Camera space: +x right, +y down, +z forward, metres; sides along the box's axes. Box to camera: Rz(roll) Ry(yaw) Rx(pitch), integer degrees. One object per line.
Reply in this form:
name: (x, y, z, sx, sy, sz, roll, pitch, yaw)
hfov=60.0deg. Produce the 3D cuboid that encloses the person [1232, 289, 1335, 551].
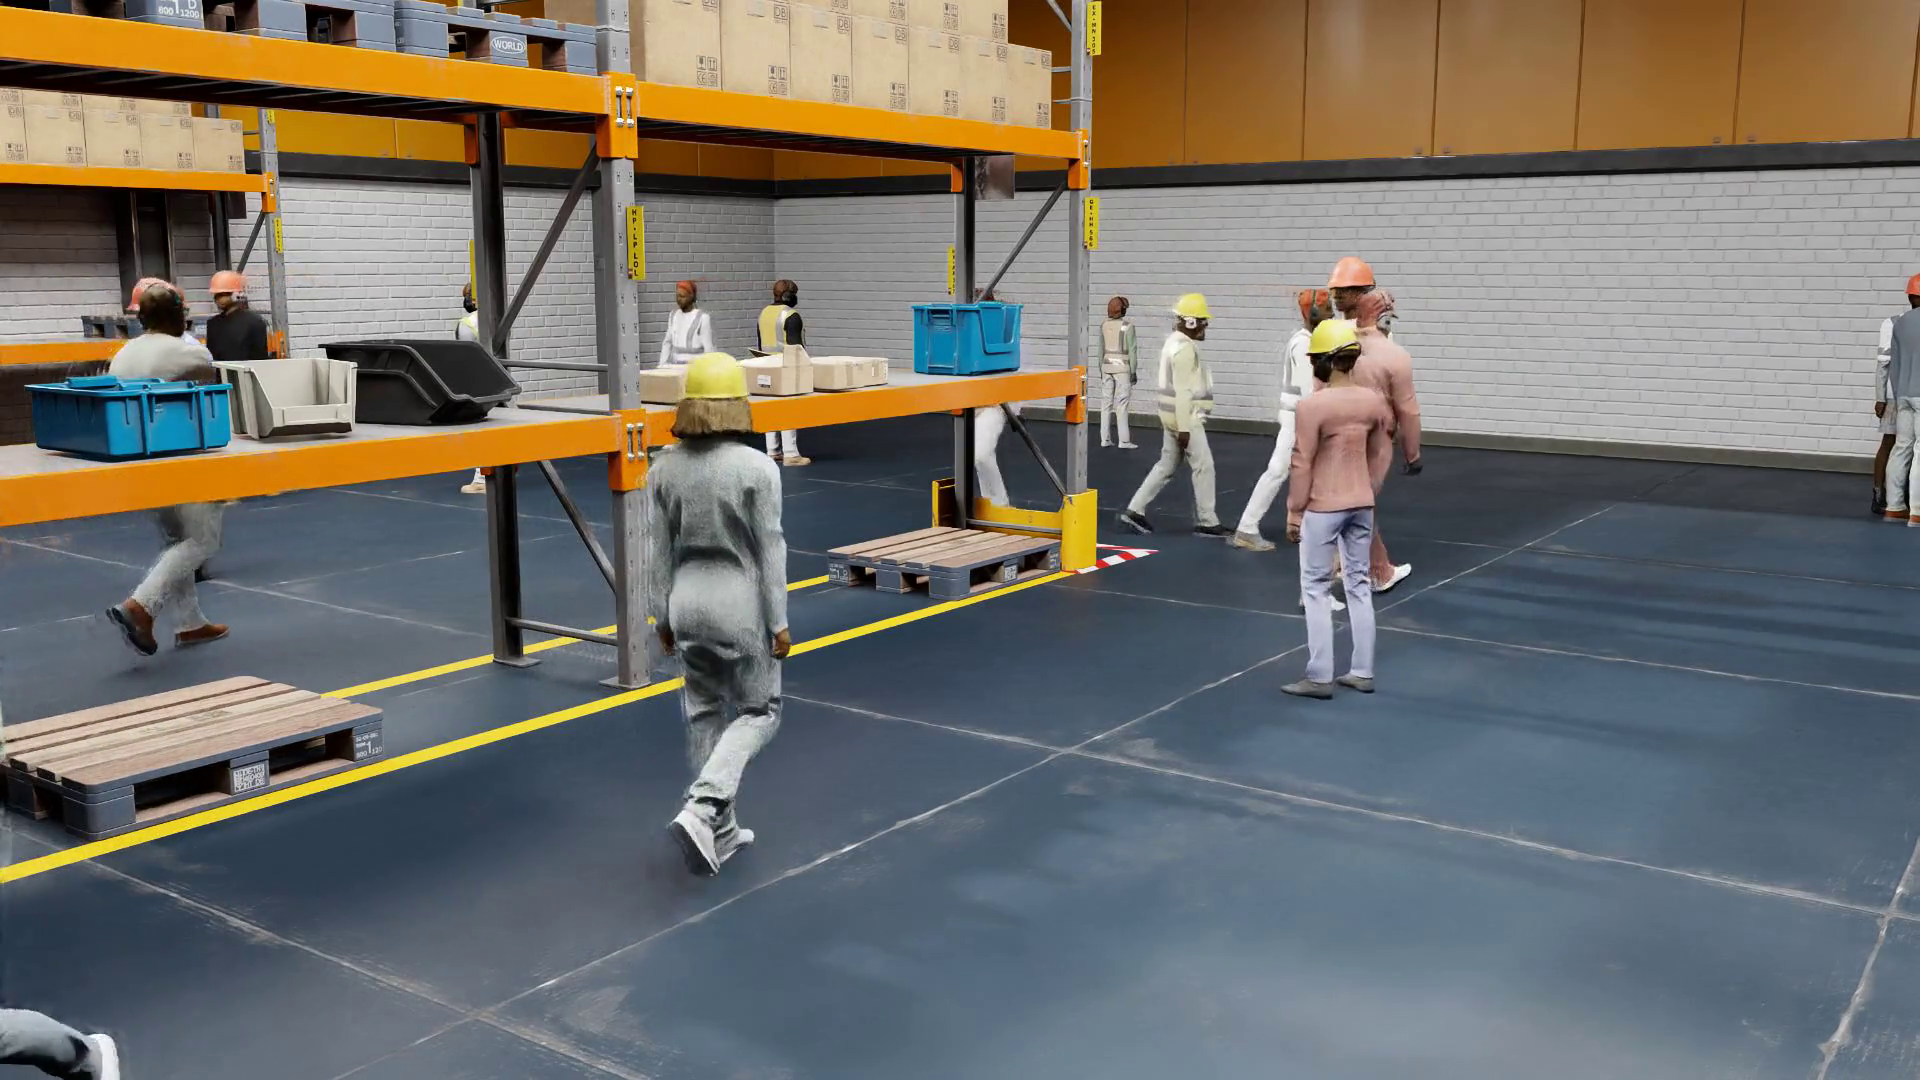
person: (2.379, -0.808, 11.489, 1.002, 1.839, 0.572, 4, 10, 20)

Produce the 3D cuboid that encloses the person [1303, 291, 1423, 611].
person: (2.380, -0.517, 9.695, 1.040, 1.844, 0.641, -6, 11, -31)

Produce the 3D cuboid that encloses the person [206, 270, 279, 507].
person: (-6.026, -1.285, 13.973, 0.639, 1.954, 1.005, 5, 11, 25)

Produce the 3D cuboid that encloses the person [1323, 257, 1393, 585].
person: (2.426, -0.742, 10.453, 0.380, 2.041, 0.616, -4, 10, -21)

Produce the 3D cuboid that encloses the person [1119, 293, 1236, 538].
person: (1.585, -0.902, 12.162, 0.859, 1.791, 0.624, 0, 10, 0)

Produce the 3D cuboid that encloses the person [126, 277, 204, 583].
person: (-4.901, -0.660, 10.321, 0.575, 1.920, 0.435, 4, 11, 25)

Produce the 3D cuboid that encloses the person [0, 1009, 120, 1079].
person: (-2.091, 0.667, 3.354, 0.511, 1.602, 0.696, 2, 10, 9)

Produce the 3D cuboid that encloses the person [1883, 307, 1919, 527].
person: (7.351, -1.065, 12.685, 0.355, 1.936, 0.635, -1, 10, -8)

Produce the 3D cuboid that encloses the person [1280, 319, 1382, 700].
person: (1.730, -0.142, 7.750, 0.534, 1.755, 0.368, -5, 11, -30)

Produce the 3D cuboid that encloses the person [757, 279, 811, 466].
person: (-1.736, -1.656, 16.502, 0.429, 1.840, 0.632, -8, 12, -40)

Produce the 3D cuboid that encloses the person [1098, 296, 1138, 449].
person: (1.697, -1.797, 17.922, 0.514, 1.645, 0.309, 9, 13, 44)

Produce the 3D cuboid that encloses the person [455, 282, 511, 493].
person: (-4.184, -1.327, 14.534, 0.430, 1.845, 0.619, 4, 10, 20)

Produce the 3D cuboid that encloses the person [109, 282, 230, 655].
person: (-4.070, -0.348, 8.489, 0.636, 1.917, 0.722, 4, 10, 23)

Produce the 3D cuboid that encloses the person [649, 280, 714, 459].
person: (-2.756, -1.745, 17.091, 1.026, 1.835, 0.585, -9, 13, -42)

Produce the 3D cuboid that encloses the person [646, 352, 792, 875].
person: (-0.811, 0.254, 5.439, 0.499, 1.727, 0.527, 4, 10, 22)

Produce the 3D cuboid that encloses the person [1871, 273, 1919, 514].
person: (7.595, -1.160, 13.257, 0.550, 1.935, 0.376, 1, 10, 3)

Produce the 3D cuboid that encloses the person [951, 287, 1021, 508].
person: (0.186, -0.984, 12.541, 0.448, 1.822, 0.653, -6, 11, -34)
